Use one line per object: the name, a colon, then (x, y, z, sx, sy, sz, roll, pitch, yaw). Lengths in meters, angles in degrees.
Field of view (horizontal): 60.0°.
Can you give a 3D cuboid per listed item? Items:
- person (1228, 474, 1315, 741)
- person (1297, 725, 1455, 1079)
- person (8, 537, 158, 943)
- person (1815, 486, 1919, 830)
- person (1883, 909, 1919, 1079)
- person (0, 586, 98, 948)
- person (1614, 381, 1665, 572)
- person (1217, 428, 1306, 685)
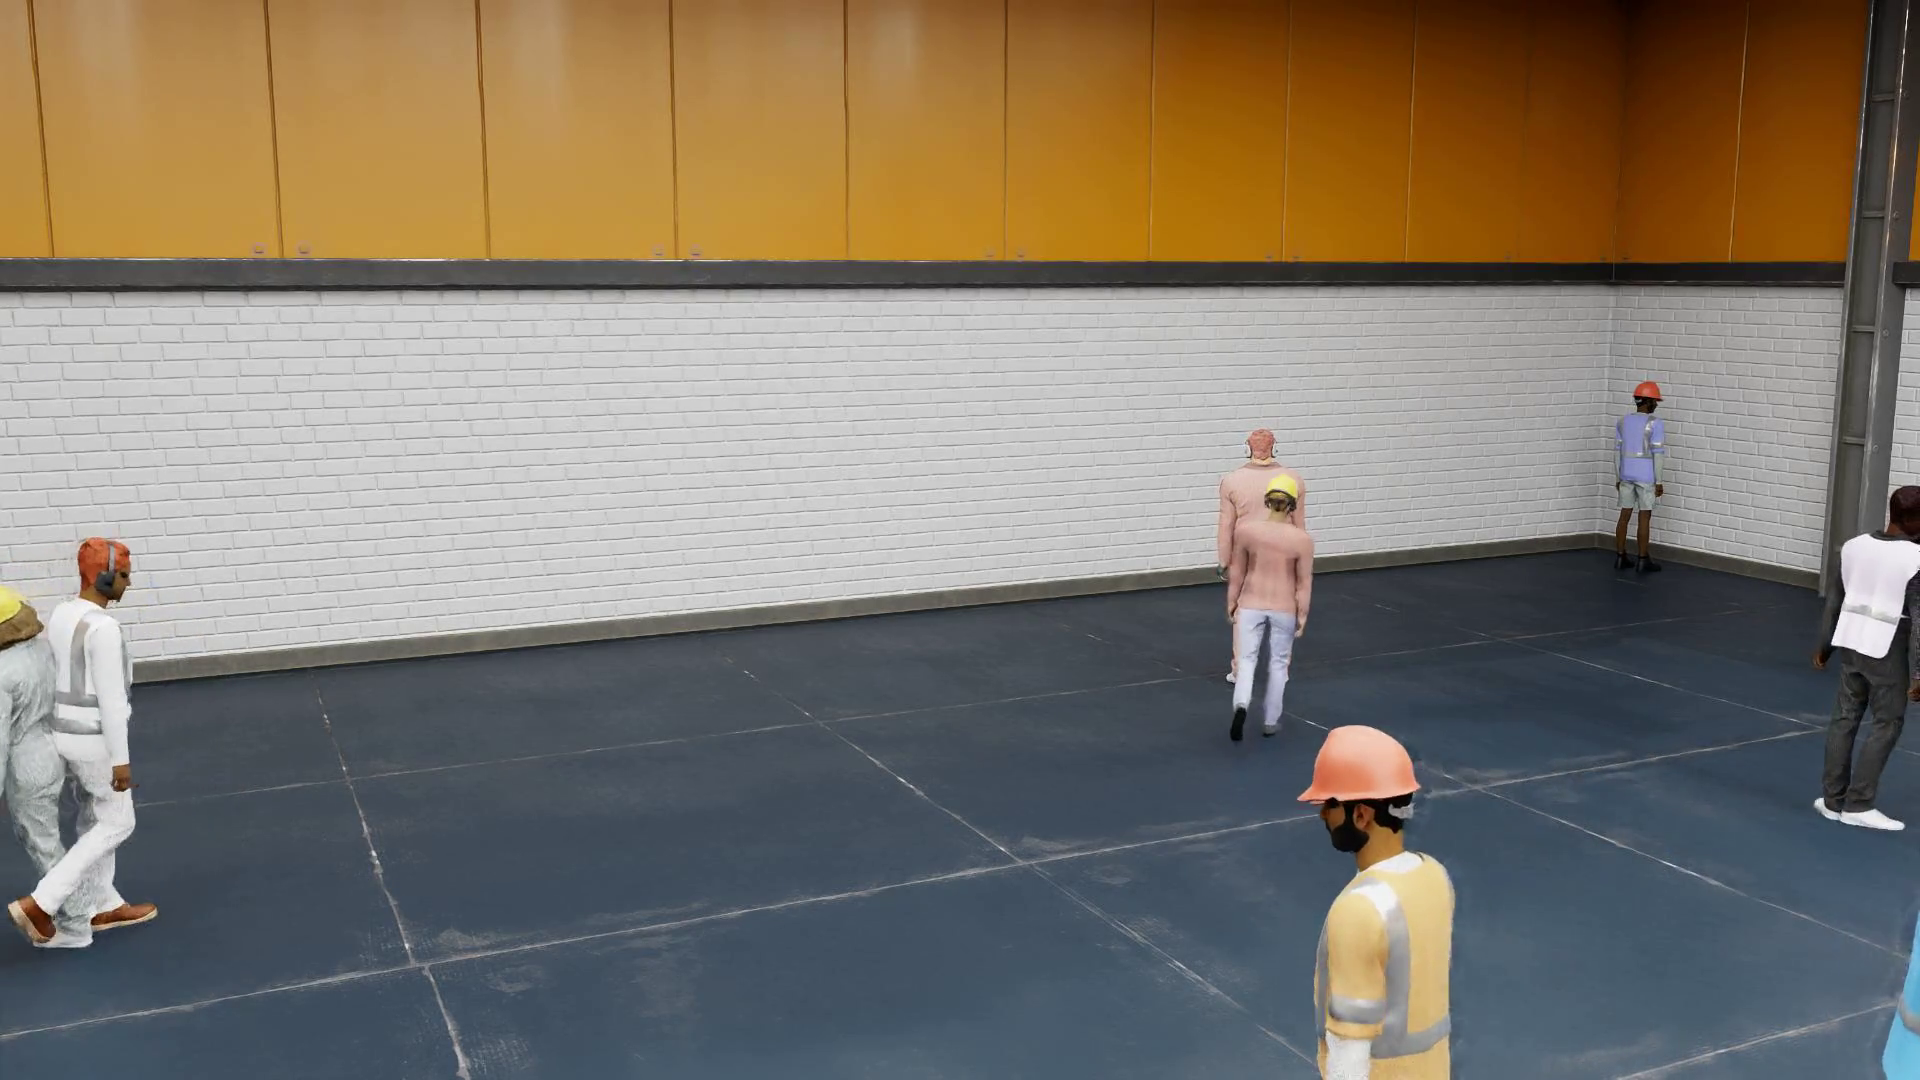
person: (1.969, 0.458, 10.653, 0.563, 1.736, 0.673, 3, 10, 19)
person: (1.114, 1.425, 4.166, 0.655, 1.901, 0.563, 8, 12, 39)
person: (-3.959, 0.919, 7.418, 0.647, 1.865, 0.616, 7, 11, 37)
person: (4.996, 0.633, 9.120, 0.410, 1.896, 0.709, -3, 10, -17)
person: (2.628, 1.491, 4.526, 0.836, 1.649, 0.538, 4, 10, 22)
person: (-4.104, 1.011, 7.319, 0.420, 1.702, 0.542, 0, 9, 2)
person: (6.907, -0.641, 16.886, 0.375, 1.931, 0.542, -6, 11, -31)
person: (2.193, 0.134, 12.172, 0.639, 1.902, 0.407, 0, 9, 0)
